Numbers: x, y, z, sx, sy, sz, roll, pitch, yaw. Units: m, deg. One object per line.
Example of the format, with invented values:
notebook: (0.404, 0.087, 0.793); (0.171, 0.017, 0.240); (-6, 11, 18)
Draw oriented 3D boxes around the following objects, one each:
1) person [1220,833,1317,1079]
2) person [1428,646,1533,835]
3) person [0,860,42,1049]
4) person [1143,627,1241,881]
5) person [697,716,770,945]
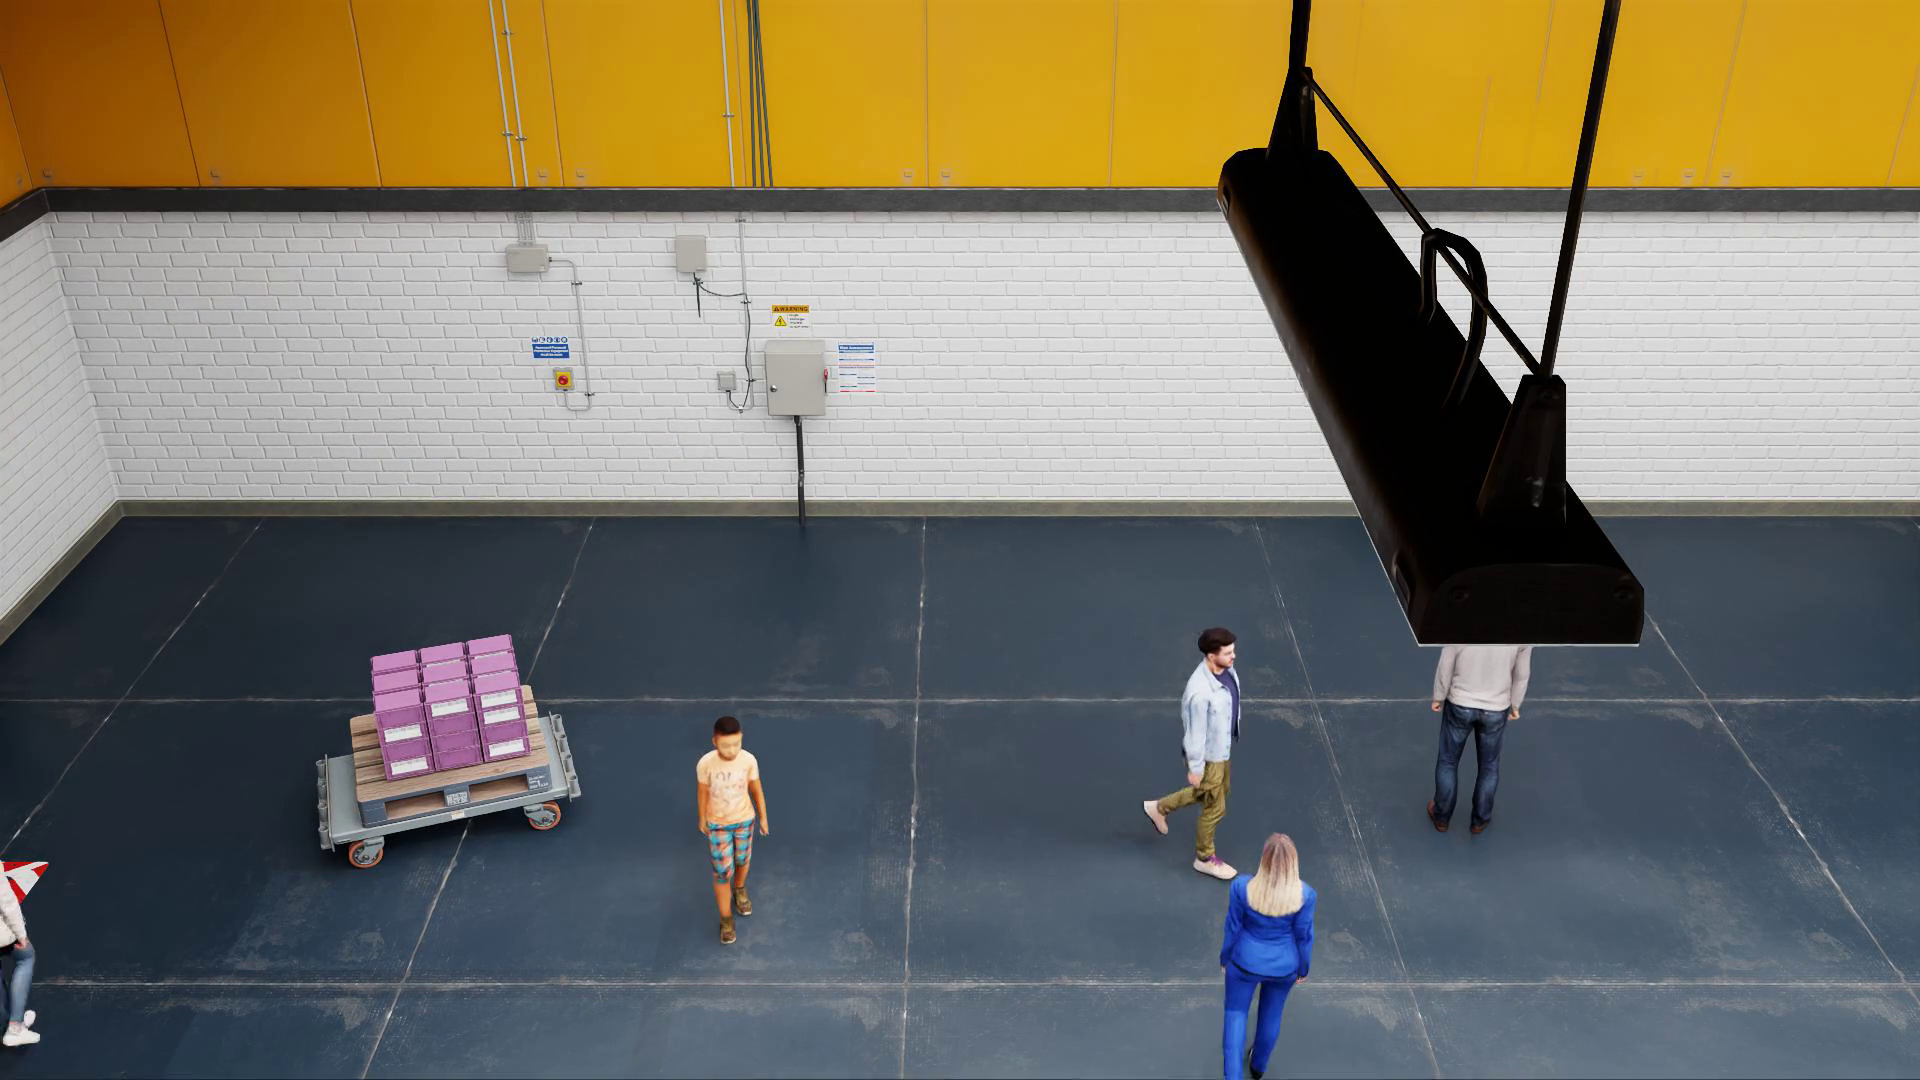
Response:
person: (1.602, 2.302, 8.754); (0.729, 1.689, 0.929); (5, 29, 10)
person: (3.355, 1.070, 10.790); (0.788, 1.903, 0.722); (7, 29, 12)
person: (-5.355, 2.168, 9.062); (0.657, 1.629, 0.695); (-3, 29, -6)
person: (1.487, 1.310, 10.461); (0.997, 1.796, 1.016); (14, 32, 25)
person: (-1.413, 1.667, 10.167); (0.687, 1.451, 0.840); (-8, 30, -14)
